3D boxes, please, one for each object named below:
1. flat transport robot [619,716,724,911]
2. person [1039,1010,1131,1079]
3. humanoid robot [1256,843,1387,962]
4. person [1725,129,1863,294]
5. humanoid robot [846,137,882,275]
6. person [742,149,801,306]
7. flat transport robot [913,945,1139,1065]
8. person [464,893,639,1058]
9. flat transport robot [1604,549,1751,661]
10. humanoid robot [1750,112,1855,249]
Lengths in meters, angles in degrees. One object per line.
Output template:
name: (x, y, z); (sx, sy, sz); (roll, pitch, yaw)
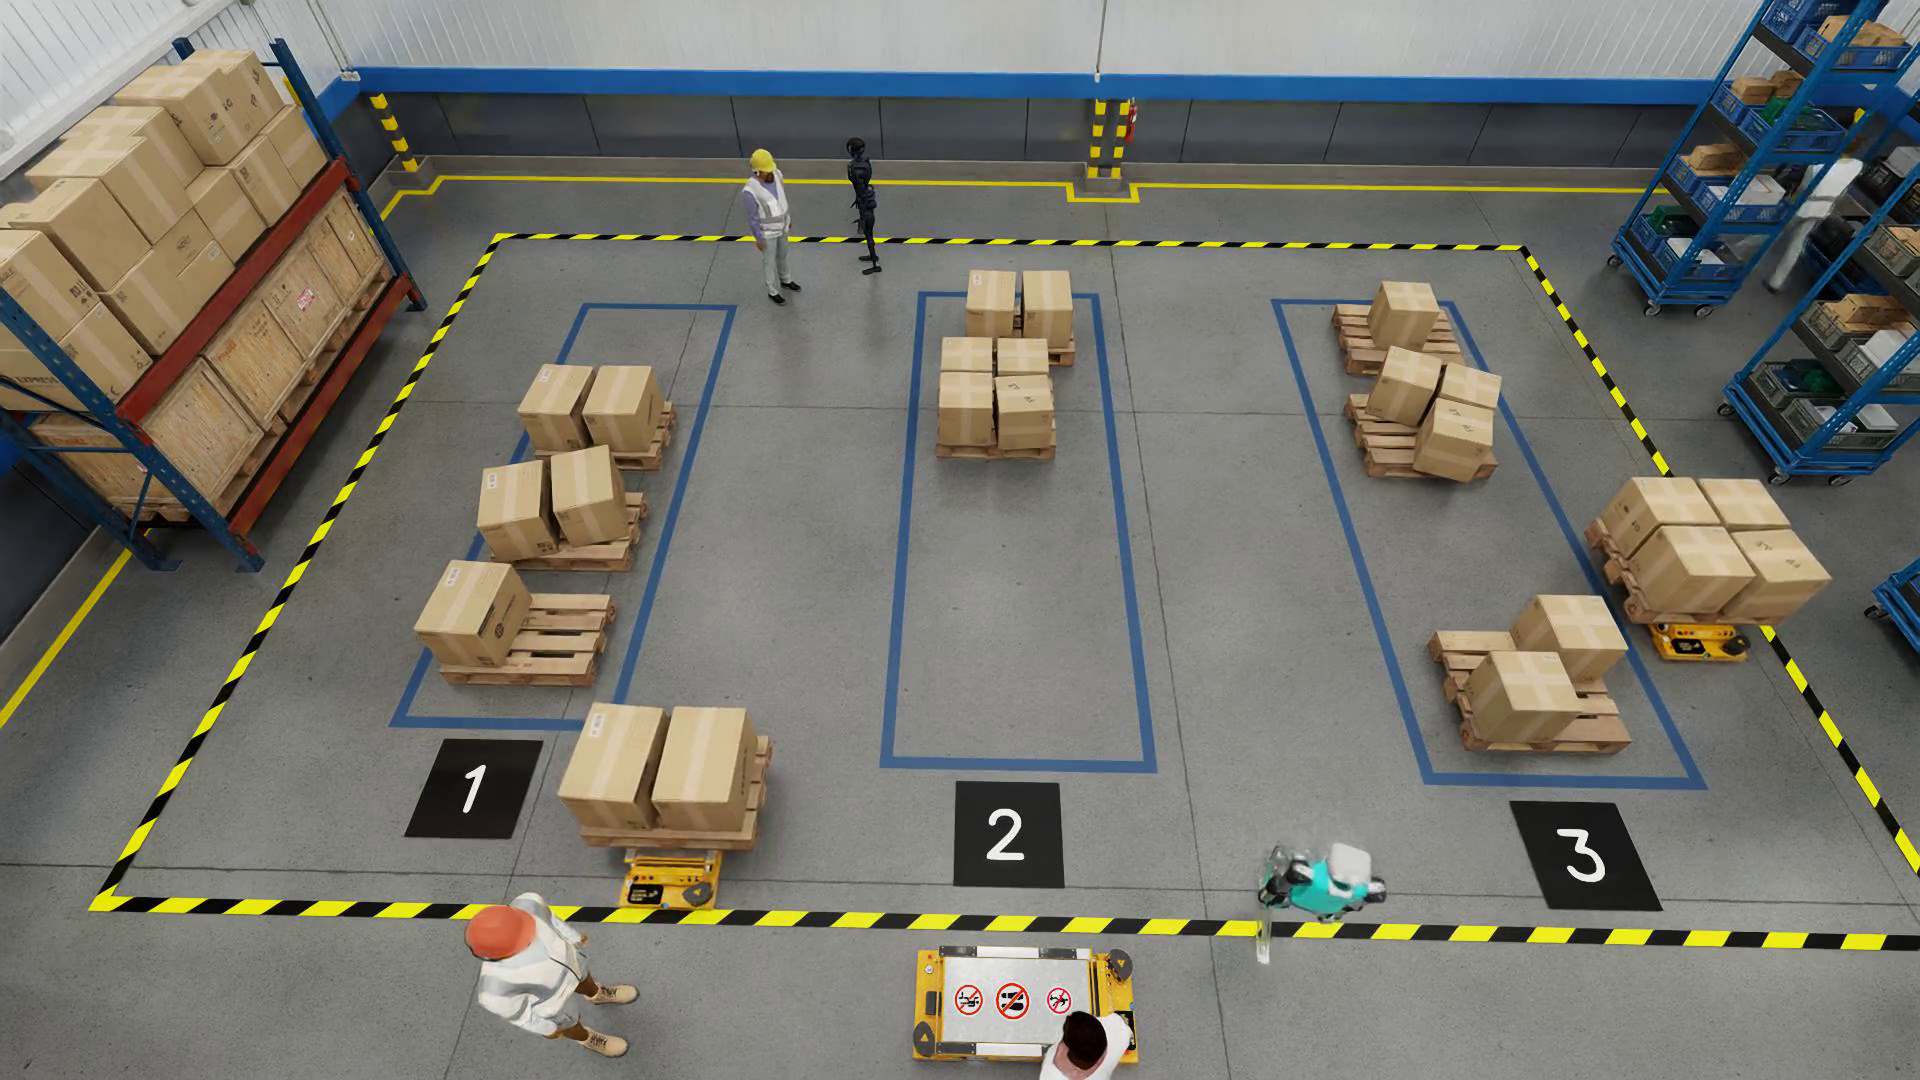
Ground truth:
flat transport robot: (-2.046, 1.998, 6.839); (0.652, 0.197, 1.431); (1, 51, 1)
person: (0.619, 2.940, 5.025); (0.598, 1.917, 0.377); (-33, 58, -24)
humanoid robot: (2.188, 2.060, 5.882); (0.556, 1.776, 0.968); (9, 51, 8)
person: (9.776, -3.859, 10.653); (0.577, 1.784, 0.997); (2, 51, 1)
humanoid robot: (-1.135, -3.917, 10.763); (0.315, 1.653, 0.599); (-6, 51, -5)
person: (-2.114, -3.539, 10.371); (0.413, 1.836, 0.600); (25, 55, 19)
flat transport robot: (0.422, 3.041, 6.007); (1.431, 0.231, 0.659); (1, 51, 1)
person: (-2.323, 2.524, 5.282); (0.366, 2.048, 0.606); (0, 51, 0)
flat transport robot: (6.300, 0.407, 8.136); (0.652, 0.197, 1.431); (1, 51, 1)
humanoid robot: (10.214, -4.424, 11.193); (0.601, 1.638, 0.625); (20, 53, 15)
